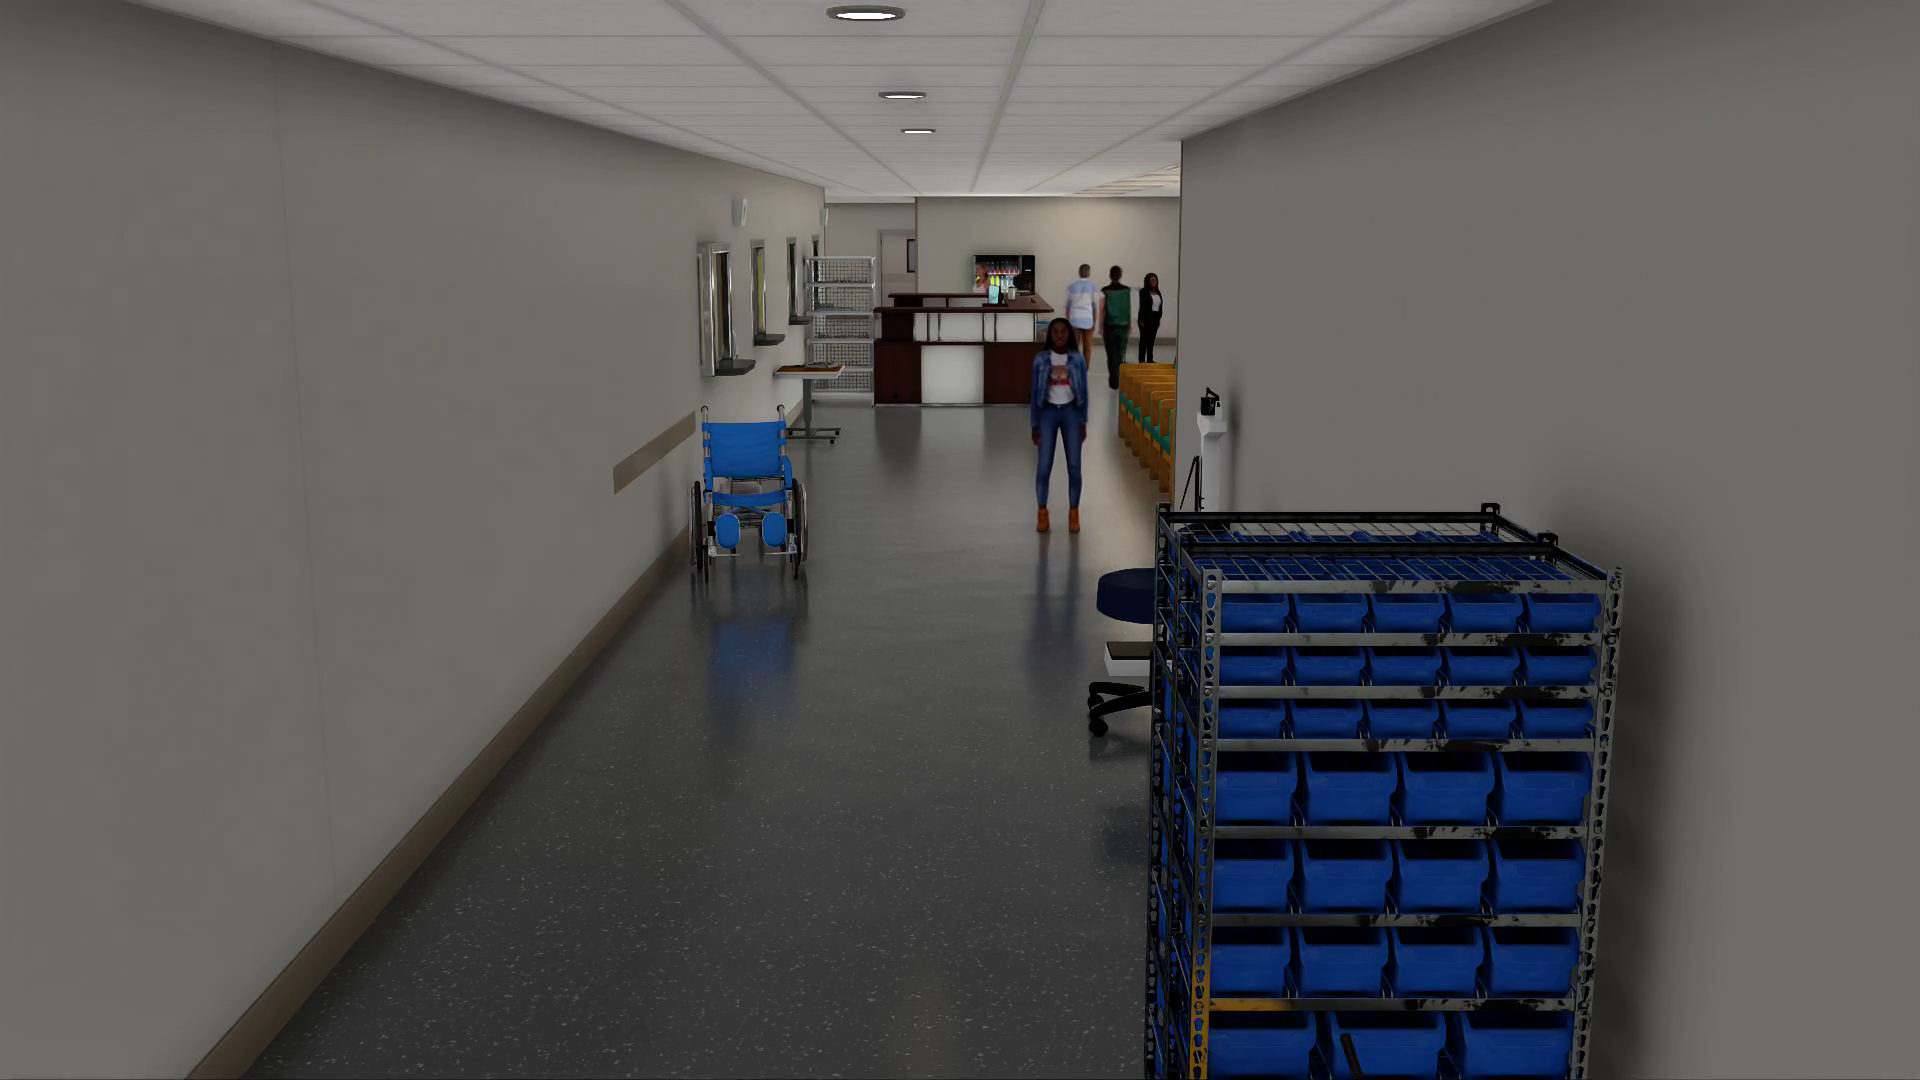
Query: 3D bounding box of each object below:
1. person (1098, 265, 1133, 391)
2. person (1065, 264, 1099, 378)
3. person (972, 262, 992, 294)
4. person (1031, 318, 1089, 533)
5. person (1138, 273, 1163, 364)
[{"bbox_3d":[2.341,-3.163,24.792,0.640,1.836,0.756,-1,11,-7],"label":"person"},{"bbox_3d":[1.931,-3.477,26.536,0.933,1.805,0.767,1,11,4],"label":"person"},{"bbox_3d":[0.407,-3.976,29.211,0.736,1.787,0.690,-9,14,-40],"label":"person"},{"bbox_3d":[0.797,-0.928,13.354,0.464,1.710,0.676,1,11,4],"label":"person"},{"bbox_3d":[3.276,-3.823,28.864,0.760,1.616,0.825,-10,14,-42],"label":"person"}]
